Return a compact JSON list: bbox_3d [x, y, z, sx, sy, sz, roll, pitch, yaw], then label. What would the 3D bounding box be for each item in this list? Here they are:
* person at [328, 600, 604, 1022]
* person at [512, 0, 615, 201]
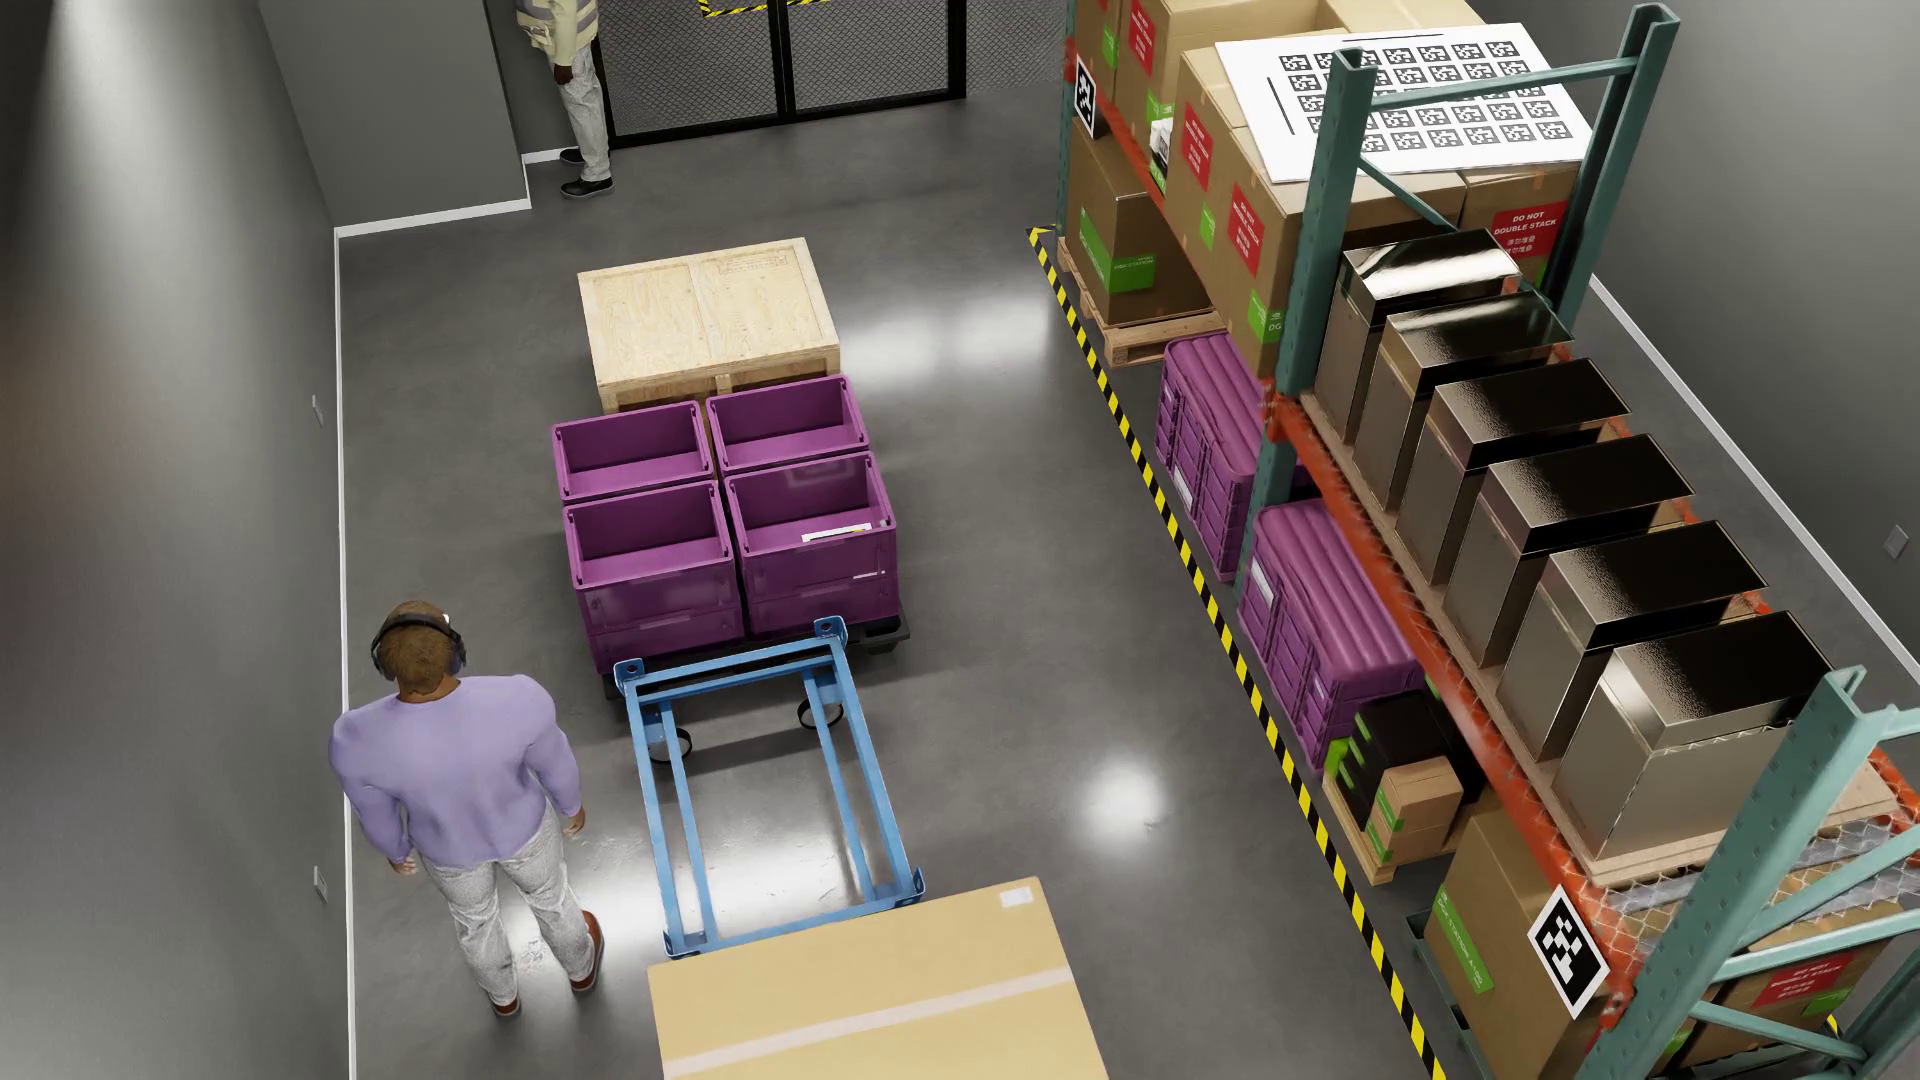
[{"bbox_3d":[-1.460,0.867,5.090,0.636,1.938,0.358,-13,49,-12],"label":"person"},{"bbox_3d":[-1.997,-2.567,8.315,0.404,1.831,0.600,-6,48,-5],"label":"person"}]
